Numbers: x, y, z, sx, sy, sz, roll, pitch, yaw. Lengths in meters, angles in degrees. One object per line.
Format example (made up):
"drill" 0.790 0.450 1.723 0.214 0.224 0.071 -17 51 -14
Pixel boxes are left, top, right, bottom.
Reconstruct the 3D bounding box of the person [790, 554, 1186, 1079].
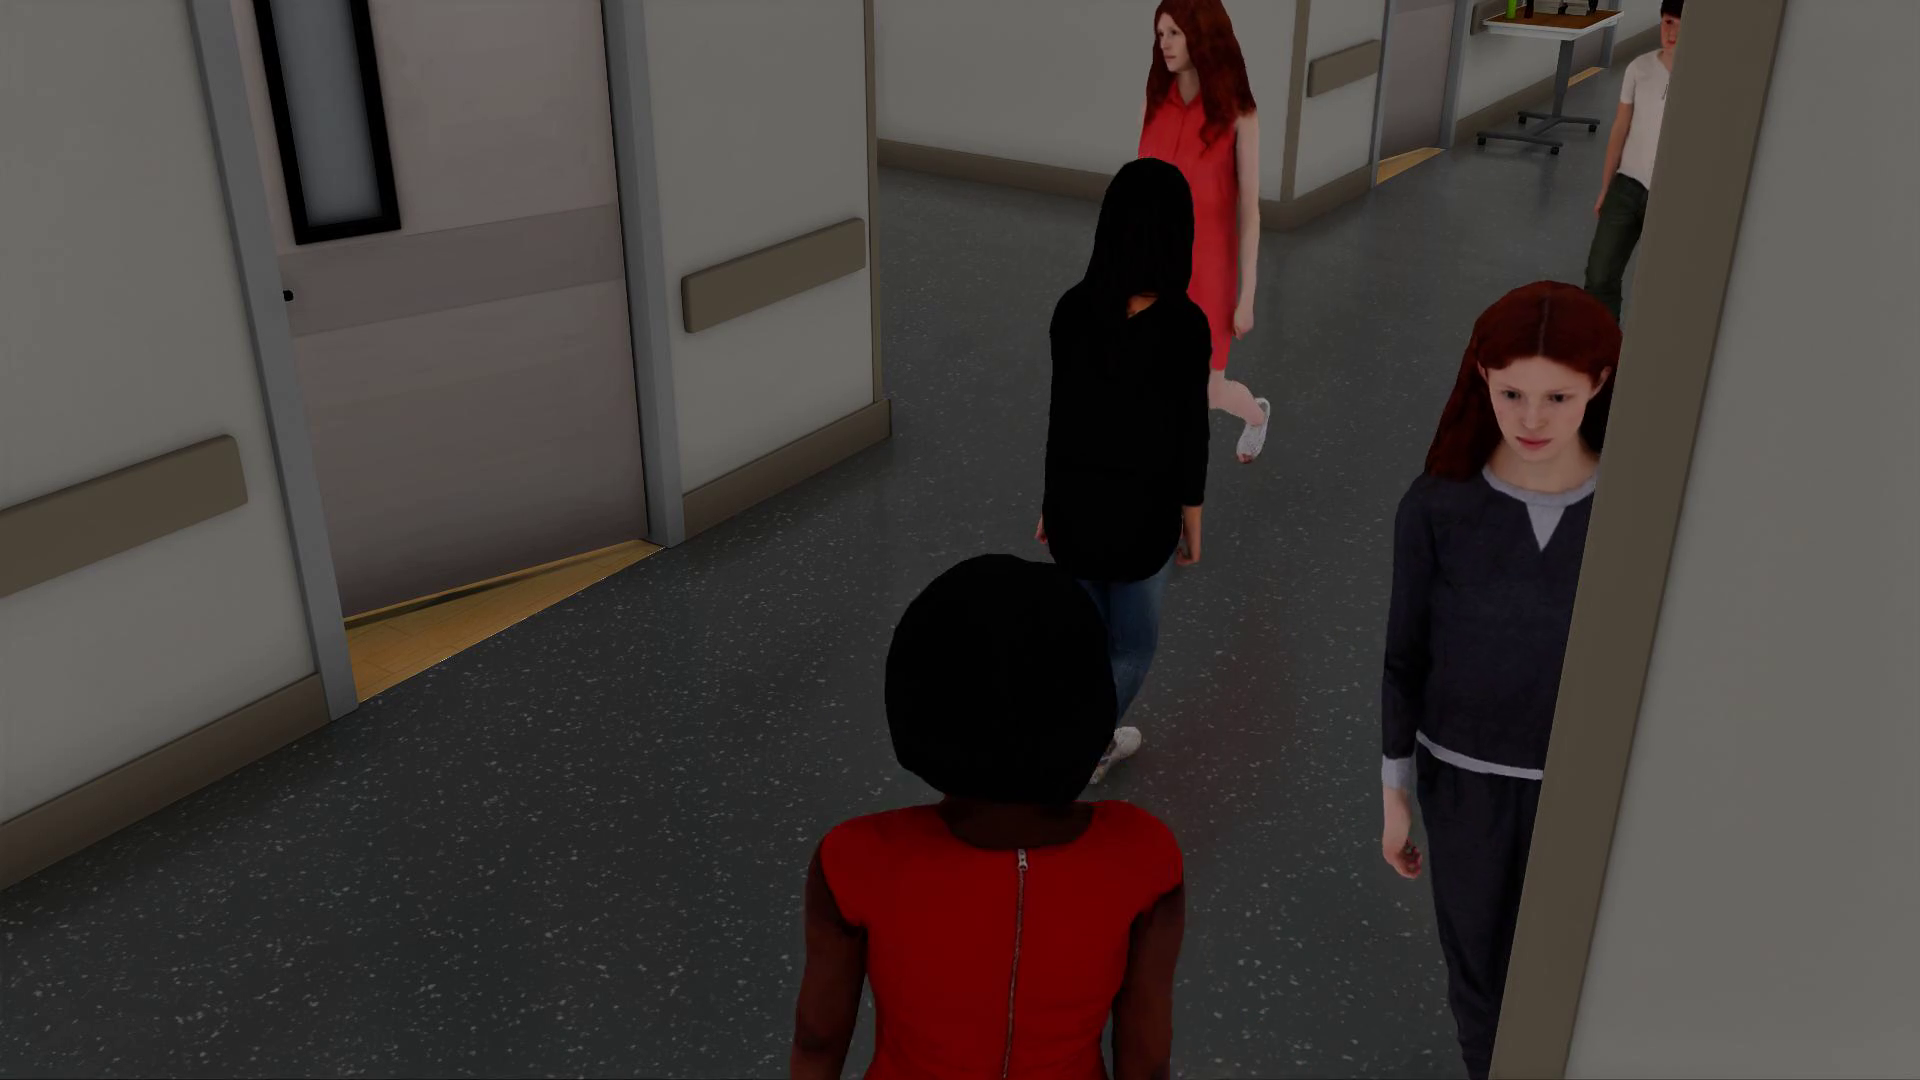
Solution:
"person" 0.044 0.865 1.917 1.005 1.714 1.075 -4 26 -9

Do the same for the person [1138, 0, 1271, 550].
"person" 0.769 -0.811 5.293 0.631 1.802 0.958 18 31 33

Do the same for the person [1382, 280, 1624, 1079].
"person" 0.938 0.386 2.866 0.666 1.754 0.648 9 27 18

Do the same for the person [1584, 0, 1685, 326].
"person" 2.789 -1.364 6.626 0.627 1.639 0.719 19 31 34

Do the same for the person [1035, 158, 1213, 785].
"person" 0.329 -0.040 3.897 0.598 1.624 0.923 14 29 27
